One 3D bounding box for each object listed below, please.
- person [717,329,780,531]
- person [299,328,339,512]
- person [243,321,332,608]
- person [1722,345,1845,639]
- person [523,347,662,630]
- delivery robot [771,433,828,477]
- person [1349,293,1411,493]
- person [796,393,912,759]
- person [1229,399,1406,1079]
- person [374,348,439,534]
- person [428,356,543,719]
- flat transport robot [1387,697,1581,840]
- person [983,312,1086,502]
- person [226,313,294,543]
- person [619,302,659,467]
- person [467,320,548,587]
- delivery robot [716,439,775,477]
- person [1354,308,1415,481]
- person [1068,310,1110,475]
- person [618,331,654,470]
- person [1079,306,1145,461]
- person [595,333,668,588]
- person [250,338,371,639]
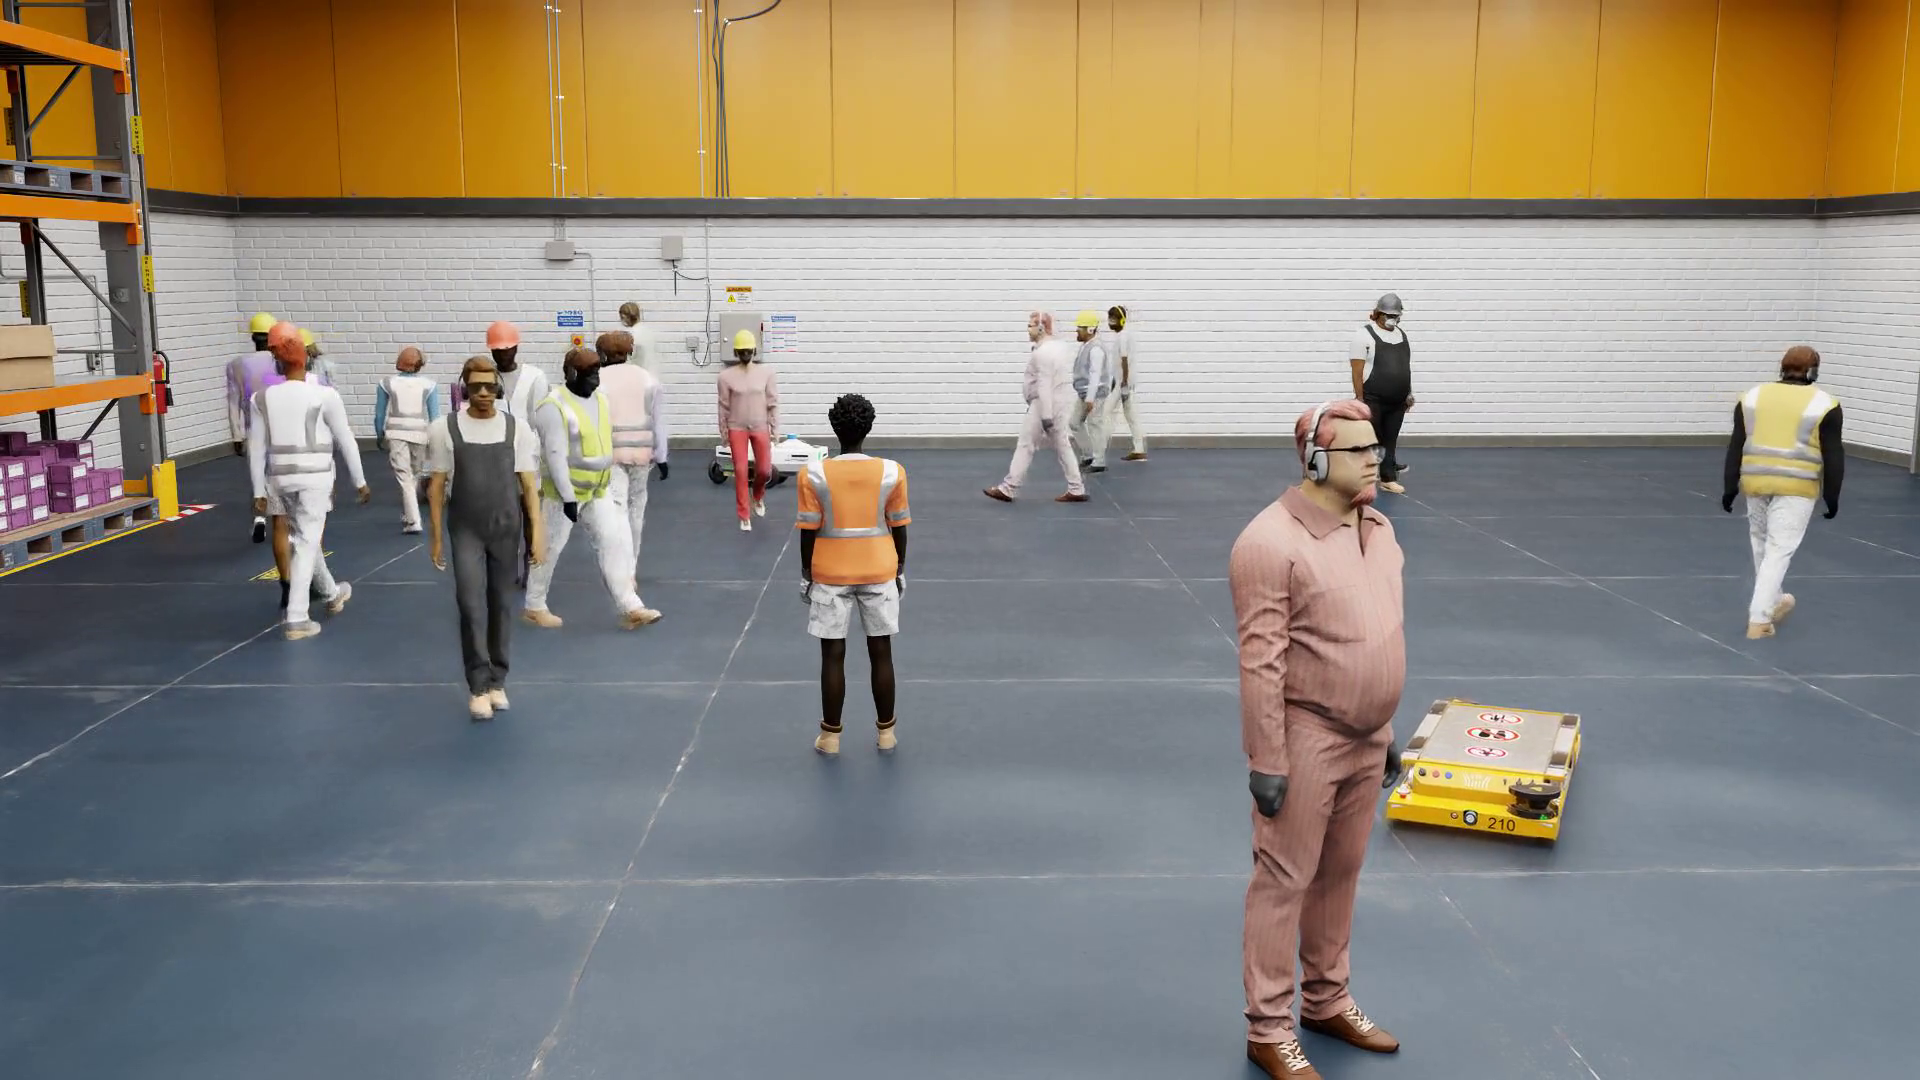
[{"bbox_3d":[-1.853,-0.969,14.523,0.537,1.748,0.506,-2,10,-14],"label":"person"},{"bbox_3d":[-6.045,-1.108,15.469,0.519,1.713,0.640,0,9,-3],"label":"person"},{"bbox_3d":[-4.537,-0.518,11.275,0.562,1.913,0.669,-3,10,-16],"label":"person"},{"bbox_3d":[5.162,-0.311,10.364,0.832,1.801,0.648,-7,12,-38],"label":"person"},{"bbox_3d":[-2.373,-0.306,10.386,0.972,1.784,0.659,5,11,29],"label":"person"},{"bbox_3d":[-1.737,-0.862,17.257,0.707,0.478,0.477,1,9,9],"label":"delivery robot"},{"bbox_3d":[4.285,-1.473,16.743,0.676,2.000,0.536,-4,10,-23],"label":"person"},{"bbox_3d":[-0.493,0.171,7.716,0.539,1.696,0.317,-2,9,-13],"label":"person"},{"bbox_3d":[1.036,0.561,4.673,0.642,1.913,0.410,-9,13,-42],"label":"person"},{"bbox_3d":[-4.780,-0.866,14.401,0.505,1.583,0.824,-5,11,-29],"label":"person"},{"bbox_3d":[-2.367,-0.005,8.383,0.530,1.827,0.635,-5,10,-26],"label":"person"},{"bbox_3d":[2.316,0.958,7.247,0.652,0.197,1.431,4,10,23],"label":"flat transport robot"},{"bbox_3d":[0.764,-1.277,16.116,0.998,1.855,0.638,3,10,18],"label":"person"},{"bbox_3d":[-5.657,-0.898,13.629,0.598,1.912,0.432,-2,10,-13],"label":"person"},{"bbox_3d":[-3.720,-1.761,18.961,0.610,1.898,0.668,1,9,6],"label":"person"},{"bbox_3d":[-3.168,-0.598,11.788,0.607,1.904,0.690,-2,9,-11],"label":"person"},{"bbox_3d":[-2.238,-0.915,17.581,0.477,0.478,0.707,7,11,36],"label":"delivery robot"},{"bbox_3d":[4.607,-1.592,17.813,0.897,1.925,0.596,-4,10,-23],"label":"person"},{"bbox_3d":[1.404,-1.611,18.268,0.472,1.814,0.631,-1,9,-7],"label":"person"},{"bbox_3d":[-3.689,-1.468,18.118,0.801,1.580,0.527,-7,12,-37],"label":"person"},{"bbox_3d":[1.783,-1.822,19.524,0.876,1.826,0.594,1,9,9],"label":"person"},{"bbox_3d":[-2.496,-0.584,12.019,0.649,1.802,0.870,-6,11,-31],"label":"person"},{"bbox_3d":[-4.079,-0.349,10.487,0.605,1.824,1.014,1,9,8],"label":"person"}]
